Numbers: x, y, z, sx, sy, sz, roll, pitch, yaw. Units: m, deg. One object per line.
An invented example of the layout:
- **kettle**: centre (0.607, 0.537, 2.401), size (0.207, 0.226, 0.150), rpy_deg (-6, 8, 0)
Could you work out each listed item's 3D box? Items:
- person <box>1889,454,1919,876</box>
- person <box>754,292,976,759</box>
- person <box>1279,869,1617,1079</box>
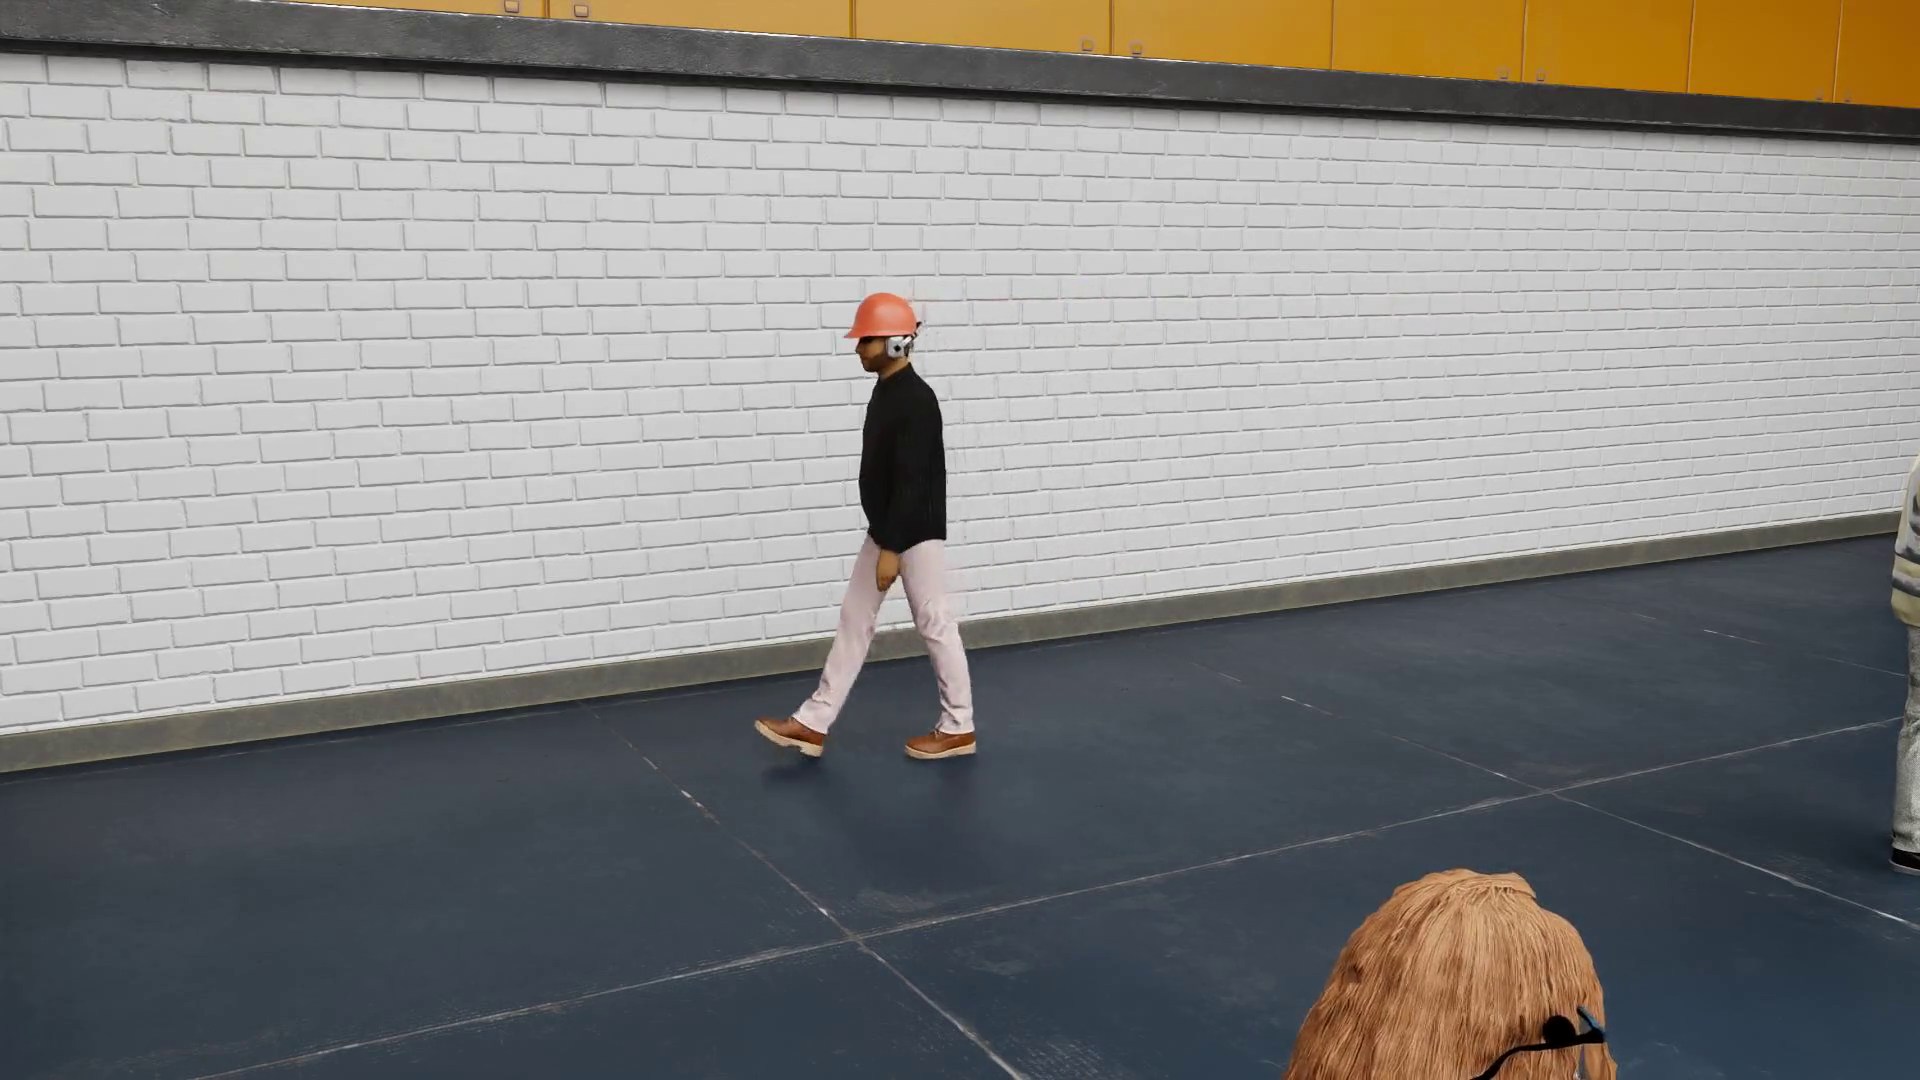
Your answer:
- **person**: centre (3.392, 0.246, 5.654), size (0.403, 1.827, 0.589), rpy_deg (7, 12, 34)
- **person**: centre (-0.363, -0.022, 6.819), size (0.981, 1.946, 0.652), rpy_deg (-4, 11, -20)
- **person**: centre (0.393, 1.075, 1.430), size (0.500, 1.632, 0.286), rpy_deg (8, 13, 39)
